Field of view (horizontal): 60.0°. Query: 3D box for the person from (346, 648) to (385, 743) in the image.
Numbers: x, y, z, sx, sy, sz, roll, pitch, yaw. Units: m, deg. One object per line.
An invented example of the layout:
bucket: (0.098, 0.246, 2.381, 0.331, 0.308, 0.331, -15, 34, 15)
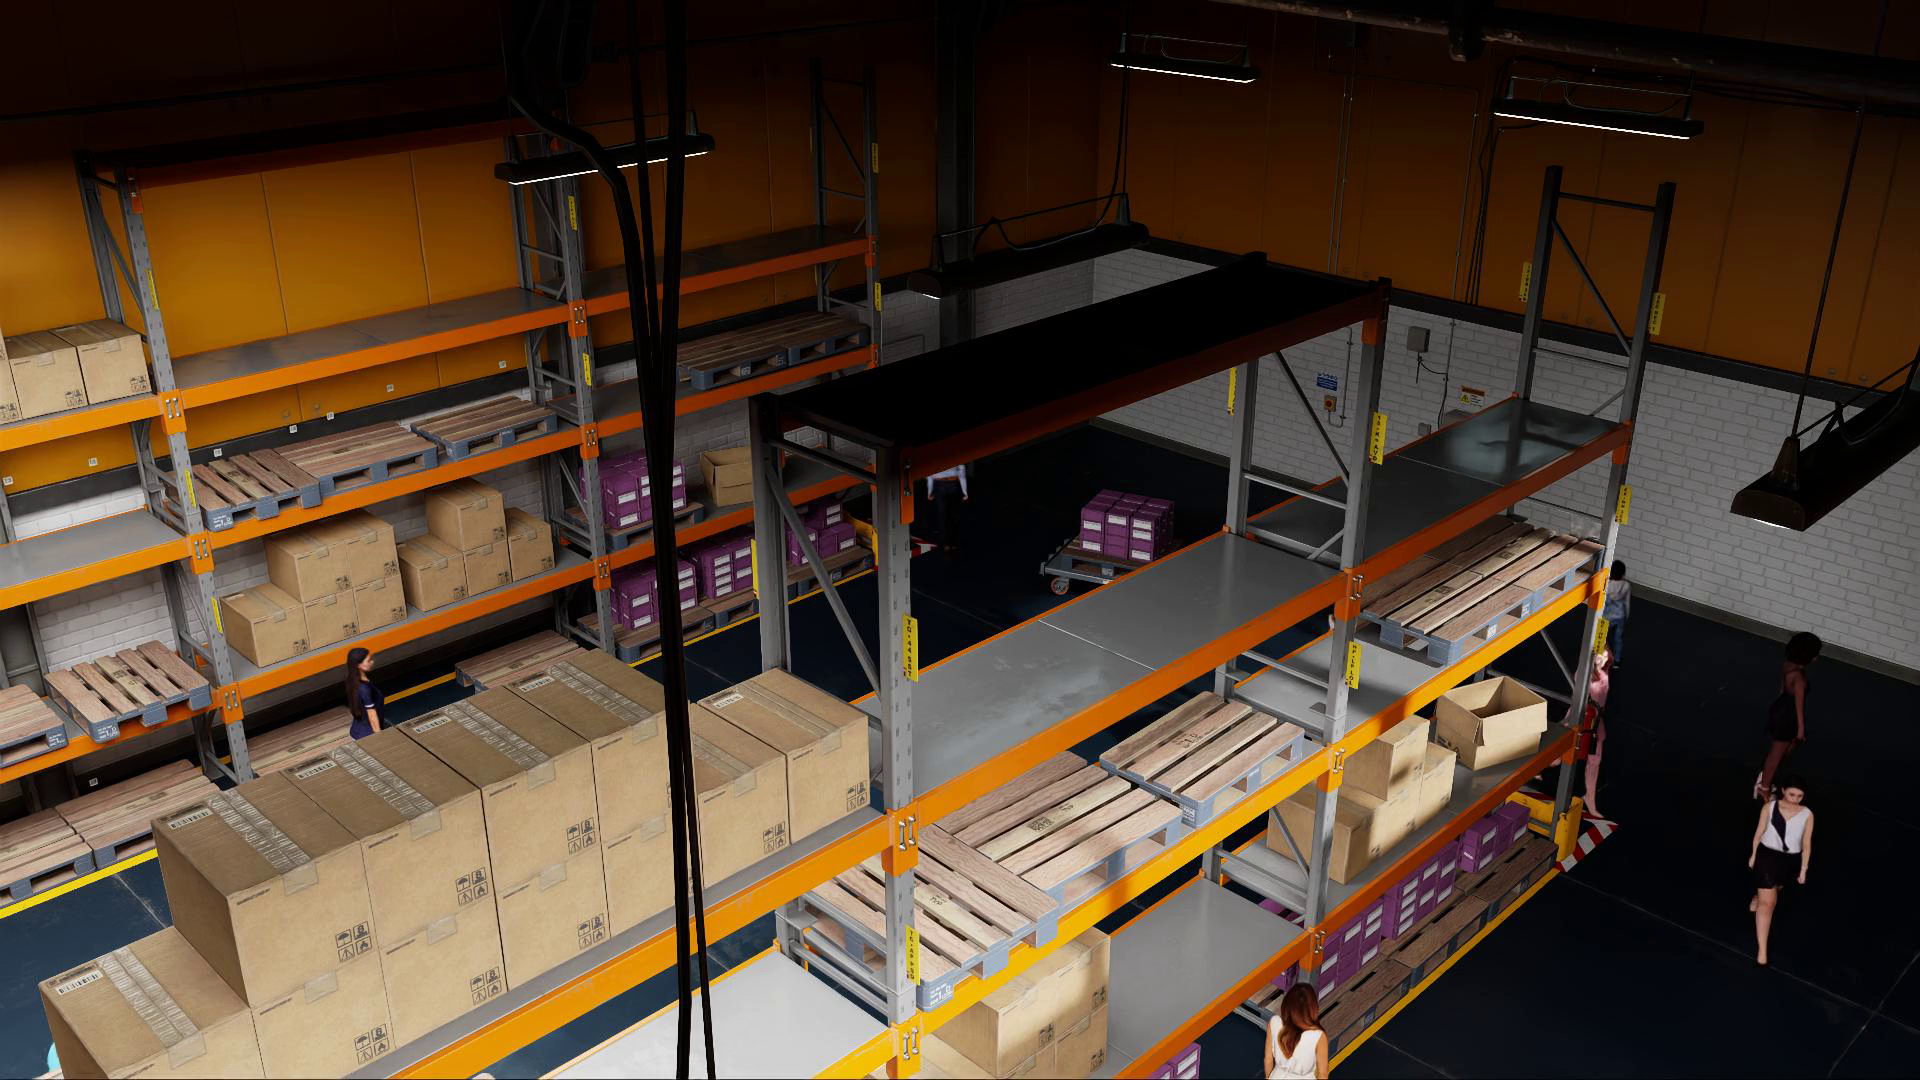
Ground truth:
person: (-5.367, 1.784, 15.087, 0.544, 1.765, 0.588, -19, 30, -37)

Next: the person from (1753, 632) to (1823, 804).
person: (7.539, 1.651, 15.372, 0.778, 1.781, 0.699, 5, 24, 11)

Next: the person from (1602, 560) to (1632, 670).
person: (7.030, 0.817, 17.938, 0.613, 1.255, 0.660, 5, 24, 11)

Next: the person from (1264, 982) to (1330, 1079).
person: (2.163, 3.632, 10.836, 0.627, 1.785, 0.597, 14, 27, 29)

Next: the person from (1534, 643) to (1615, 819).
person: (5.653, 1.679, 15.316, 1.060, 1.776, 0.822, -18, 29, -35)

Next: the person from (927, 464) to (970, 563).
person: (-0.168, -0.575, 20.491, 1.158, 1.760, 1.175, 0, 24, 0)

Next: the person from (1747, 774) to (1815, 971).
person: (6.590, 2.588, 13.442, 0.923, 1.609, 1.160, 7, 24, 15)
